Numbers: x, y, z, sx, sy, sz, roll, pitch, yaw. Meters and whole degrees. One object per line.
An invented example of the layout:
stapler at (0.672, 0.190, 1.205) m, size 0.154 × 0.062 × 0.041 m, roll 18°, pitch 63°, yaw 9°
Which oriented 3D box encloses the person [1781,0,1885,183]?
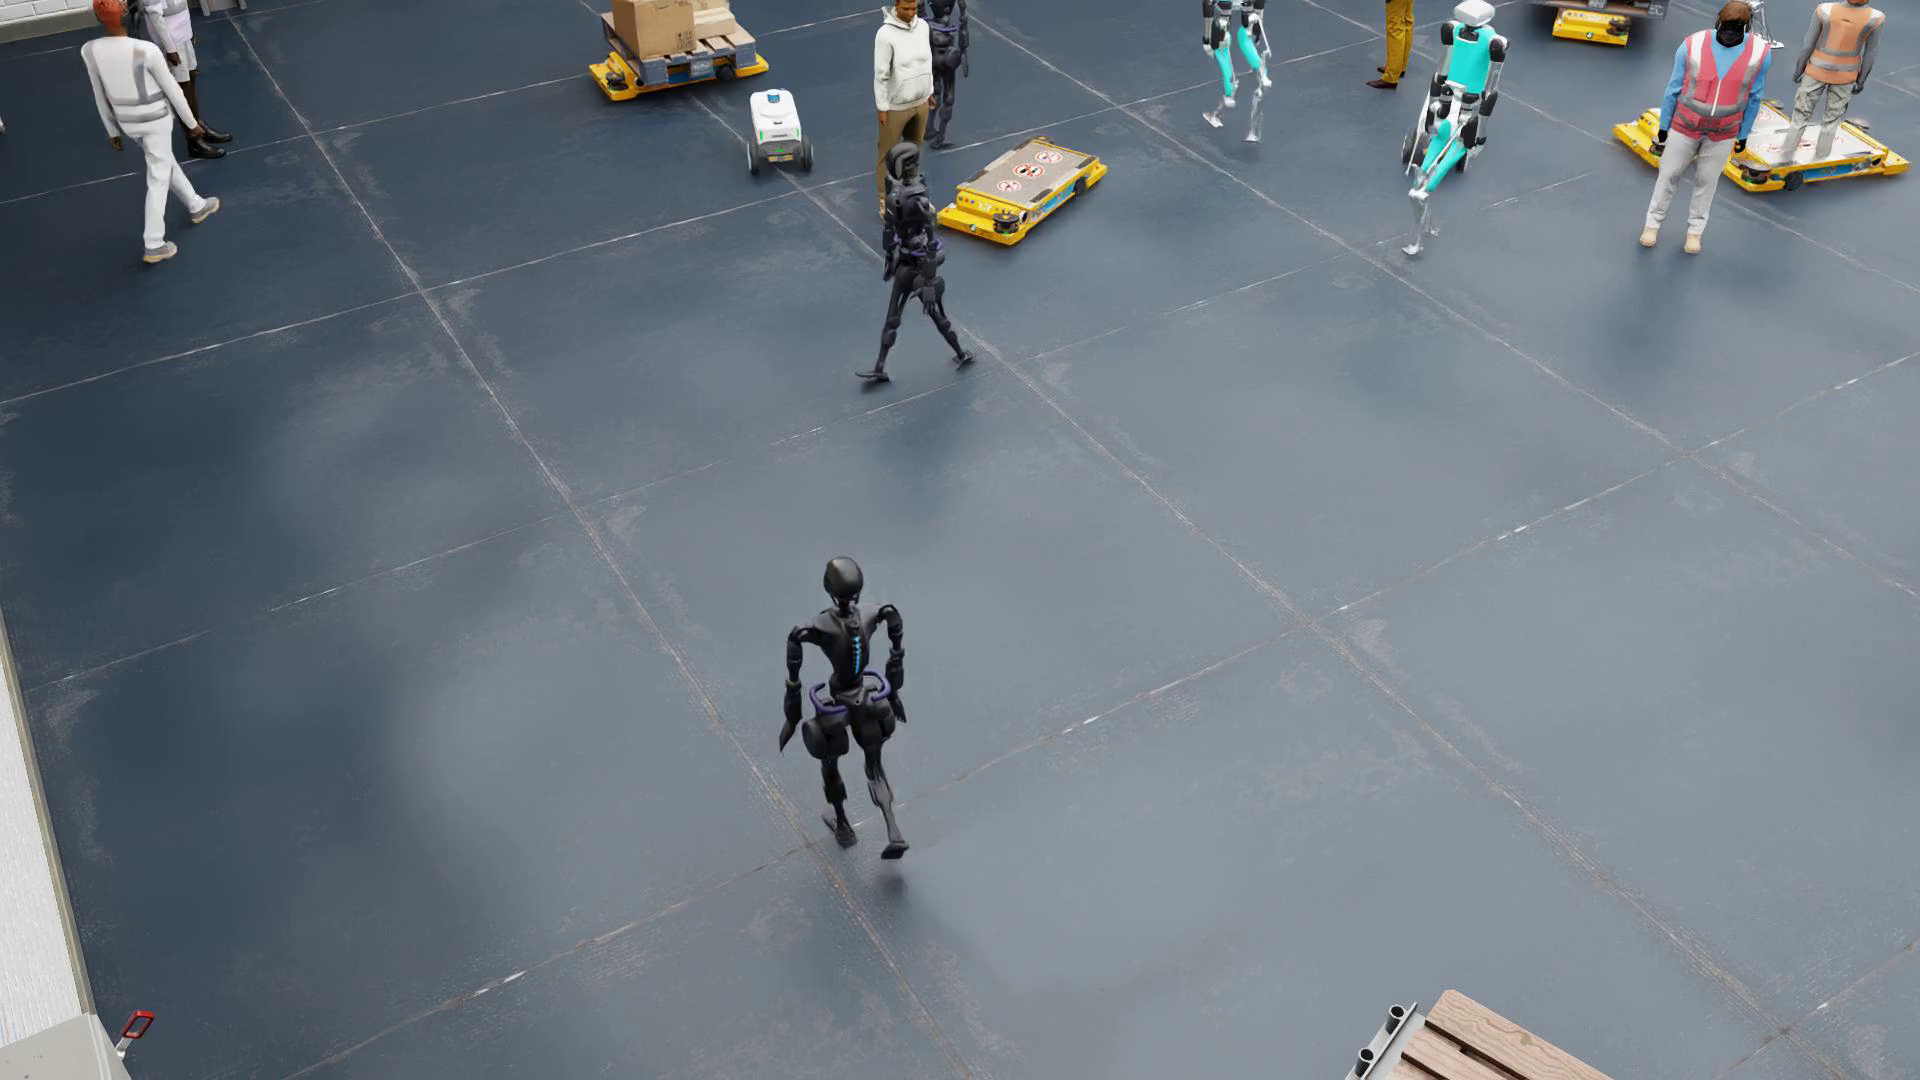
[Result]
person at (6.595, -3.506, 12.611) m, size 0.522 × 1.639 × 0.304 m, roll 17°, pitch 41°, yaw 20°

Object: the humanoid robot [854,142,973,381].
humanoid robot at (-0.288, -1.697, 10.342) m, size 0.833 × 1.624 × 0.590 m, roll -23°, pitch 44°, yaw -26°

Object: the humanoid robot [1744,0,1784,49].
humanoid robot at (7.122, -5.122, 14.465) m, size 0.735 × 1.677 × 0.533 m, roll -11°, pitch 40°, yaw -14°

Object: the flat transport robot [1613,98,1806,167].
flat transport robot at (6.111, -3.293, 13.446) m, size 1.431 × 0.231 × 0.659 m, roll -8°, pitch 39°, yaw -10°

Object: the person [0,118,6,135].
person at (-7.993, -3.998, 13.066) m, size 0.379 × 1.844 × 0.568 m, roll 6°, pitch 39°, yaw 8°

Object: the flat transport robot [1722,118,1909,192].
flat transport robot at (6.668, -3.037, 13.124) m, size 1.431 × 0.231 × 0.659 m, roll -9°, pitch 39°, yaw -12°

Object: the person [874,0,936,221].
person at (-0.417, -3.171, 12.088) m, size 0.521 × 1.765 × 0.378 m, roll -26°, pitch 45°, yaw -29°

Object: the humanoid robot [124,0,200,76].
humanoid robot at (-6.994, -4.630, 14.016) m, size 0.699 × 1.637 × 0.600 m, roll -28°, pitch 46°, yaw -30°

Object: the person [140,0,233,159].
person at (-6.083, -3.933, 12.921) m, size 0.370 × 1.927 × 0.542 m, roll -5°, pitch 39°, yaw -6°

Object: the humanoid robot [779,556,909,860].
humanoid robot at (-0.469, 0.783, 7.183) m, size 0.587 × 1.642 × 0.543 m, roll -17°, pitch 42°, yaw -21°

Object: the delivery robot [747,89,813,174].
delivery robot at (-1.455, -3.261, 13.173) m, size 0.499 × 0.591 × 0.768 m, roll -7°, pitch 39°, yaw -9°

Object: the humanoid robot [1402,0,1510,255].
humanoid robot at (3.338, -2.846, 11.718) m, size 0.786 × 1.792 × 0.550 m, roll -25°, pitch 45°, yaw -28°

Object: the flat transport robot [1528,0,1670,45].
flat transport robot at (5.981, -5.027, 15.634) m, size 0.659 × 0.231 × 1.431 m, roll 13°, pitch 40°, yaw 16°

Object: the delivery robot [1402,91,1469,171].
delivery robot at (3.847, -3.329, 13.242) m, size 0.499 × 0.570 × 0.750 m, roll 13°, pitch 40°, yaw 15°

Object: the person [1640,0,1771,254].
person at (5.231, -2.898, 11.694) m, size 0.630 × 1.837 × 0.430 m, roll 12°, pitch 40°, yaw 14°

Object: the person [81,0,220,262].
person at (-5.739, -2.934, 11.742) m, size 0.587 × 1.833 × 0.992 m, roll 8°, pitch 39°, yaw 9°

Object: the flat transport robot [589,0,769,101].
flat transport robot at (-2.462, -4.167, 14.549) m, size 1.431 × 0.231 × 0.659 m, roll -17°, pitch 42°, yaw -21°

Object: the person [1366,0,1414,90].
person at (3.714, -4.693, 14.018) m, size 0.340 × 1.751 × 0.536 m, roll 18°, pitch 42°, yaw 22°

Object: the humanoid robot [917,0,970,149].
humanoid robot at (-0.147, -3.927, 13.116) m, size 0.327 × 1.648 × 0.586 m, roll -31°, pitch 48°, yaw -33°

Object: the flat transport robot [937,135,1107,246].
flat transport robot at (0.488, -2.682, 12.675) m, size 0.659 × 0.231 × 1.431 m, roll 22°, pitch 44°, yaw 26°

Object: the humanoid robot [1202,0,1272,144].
humanoid robot at (2.238, -3.899, 13.082) m, size 0.541 × 1.783 × 1.033 m, roll -11°, pitch 40°, yaw -14°
